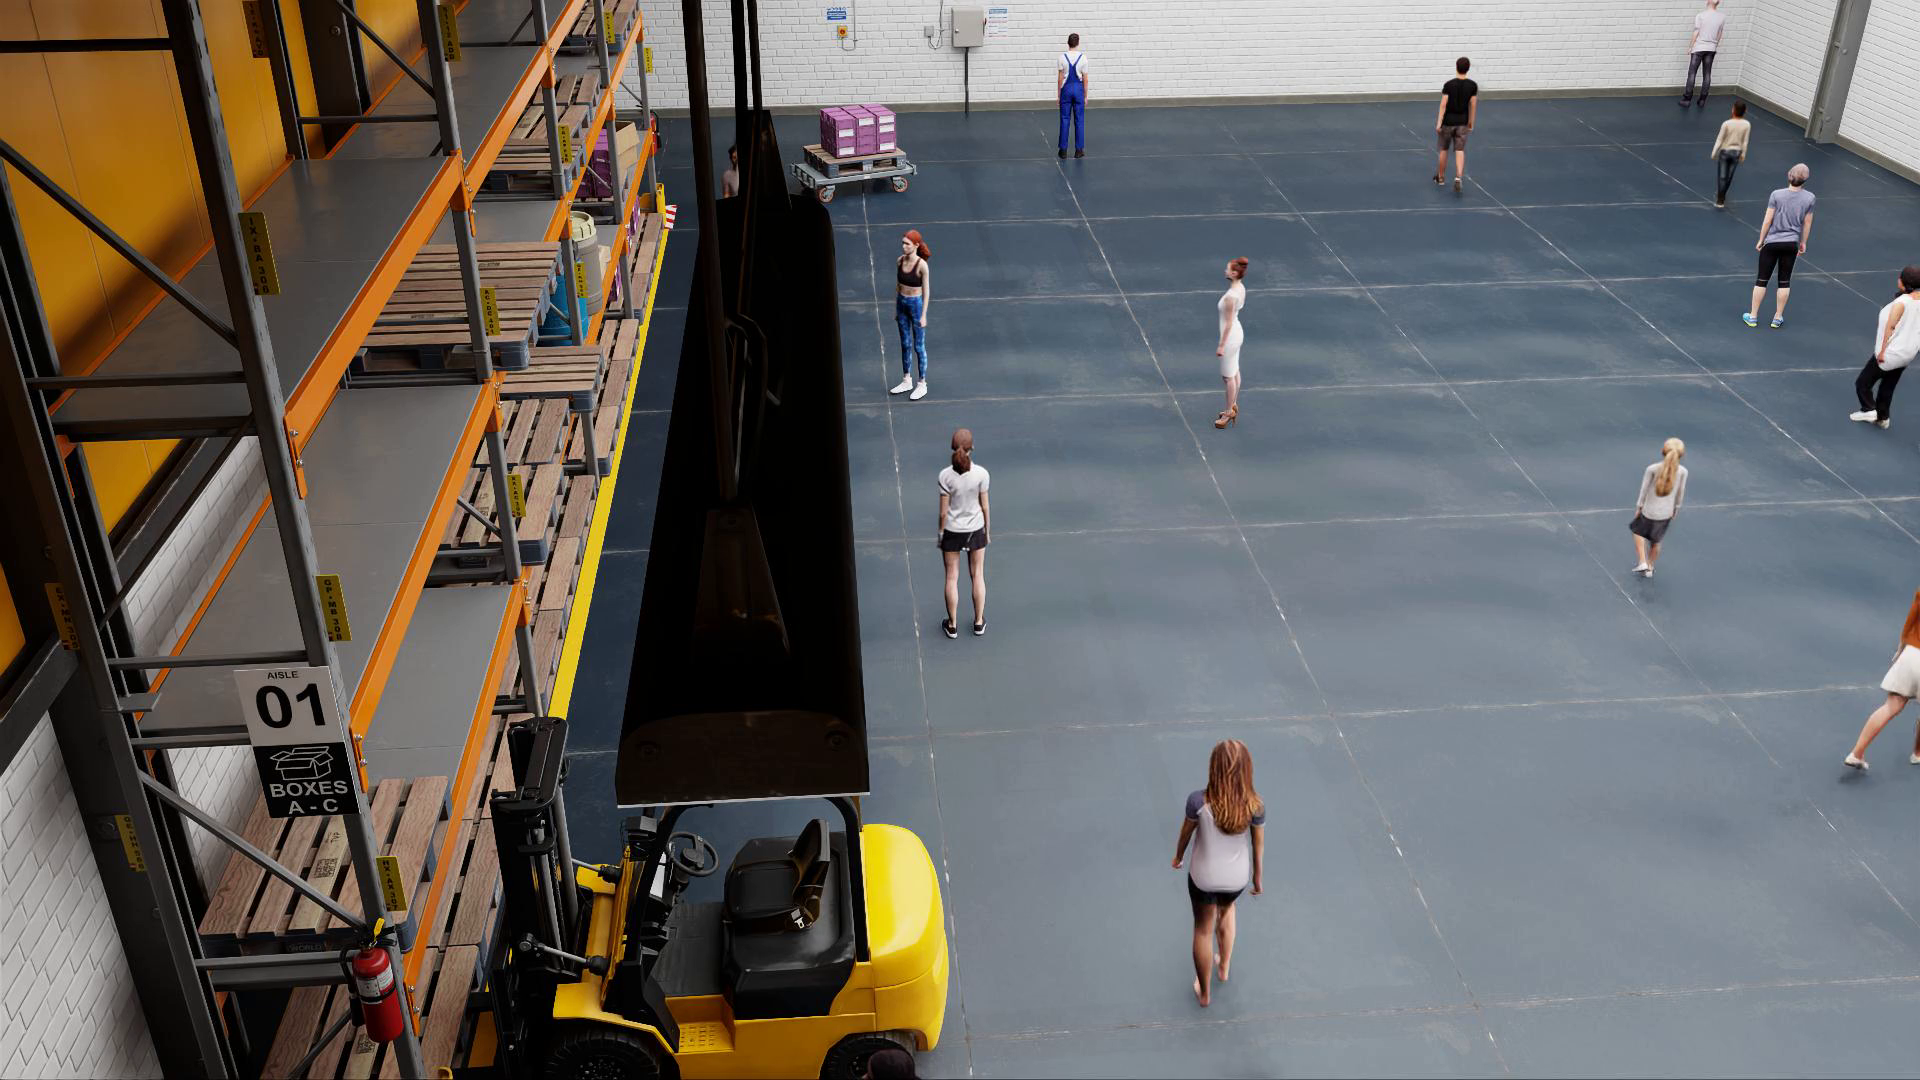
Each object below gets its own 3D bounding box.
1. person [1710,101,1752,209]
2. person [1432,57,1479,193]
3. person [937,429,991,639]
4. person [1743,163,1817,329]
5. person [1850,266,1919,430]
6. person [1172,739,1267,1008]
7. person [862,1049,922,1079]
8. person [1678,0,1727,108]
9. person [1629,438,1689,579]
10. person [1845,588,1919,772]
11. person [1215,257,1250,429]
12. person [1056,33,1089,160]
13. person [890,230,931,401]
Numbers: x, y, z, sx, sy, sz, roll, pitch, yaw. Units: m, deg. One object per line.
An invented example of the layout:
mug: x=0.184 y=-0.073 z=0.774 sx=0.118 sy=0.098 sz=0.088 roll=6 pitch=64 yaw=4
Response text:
person: x=10.641 y=-5.299 z=22.980 sx=0.664 sy=1.442 sz=0.903 roll=3 pitch=29 yaw=5
person: x=7.072 y=-5.927 z=23.692 sx=0.755 sy=1.864 sz=1.043 roll=1 pitch=29 yaw=2
person: x=0.021 y=-0.049 z=13.034 sx=0.577 sy=1.750 sz=0.531 roll=-4 pitch=29 yaw=-7
person: x=9.354 y=-3.354 z=18.949 sx=0.740 sy=1.887 sz=0.697 roll=8 pitch=30 yaw=14
person: x=9.289 y=-1.879 z=16.469 sx=0.735 sy=1.674 sz=0.729 roll=-12 pitch=31 yaw=-21
person: x=1.475 y=1.953 z=9.405 sx=0.625 sy=1.710 sz=0.603 roll=-3 pitch=29 yaw=-5
person: x=-0.281 y=2.955 z=7.517 sx=0.735 sy=1.760 sz=0.571 roll=-5 pitch=29 yaw=-9
person: x=12.498 y=-8.230 z=27.946 sx=0.653 sy=1.832 sz=0.579 roll=-1 pitch=29 yaw=-2
person: x=5.839 y=-0.242 z=13.892 sx=0.573 sy=1.268 sz=0.636 roll=3 pitch=29 yaw=6
person: x=6.524 y=0.893 z=11.370 sx=0.917 sy=1.689 sz=1.096 roll=-12 pitch=31 yaw=-21
person: x=2.696 y=-1.963 z=16.501 sx=0.701 sy=1.790 sz=0.572 roll=11 pitch=31 yaw=20
person: x=1.690 y=-6.733 z=25.184 sx=0.663 sy=1.849 sz=0.611 roll=2 pitch=29 yaw=3
person: x=-0.500 y=-2.336 z=17.190 sx=0.687 sy=1.785 sz=0.745 roll=21 pitch=35 yaw=33
